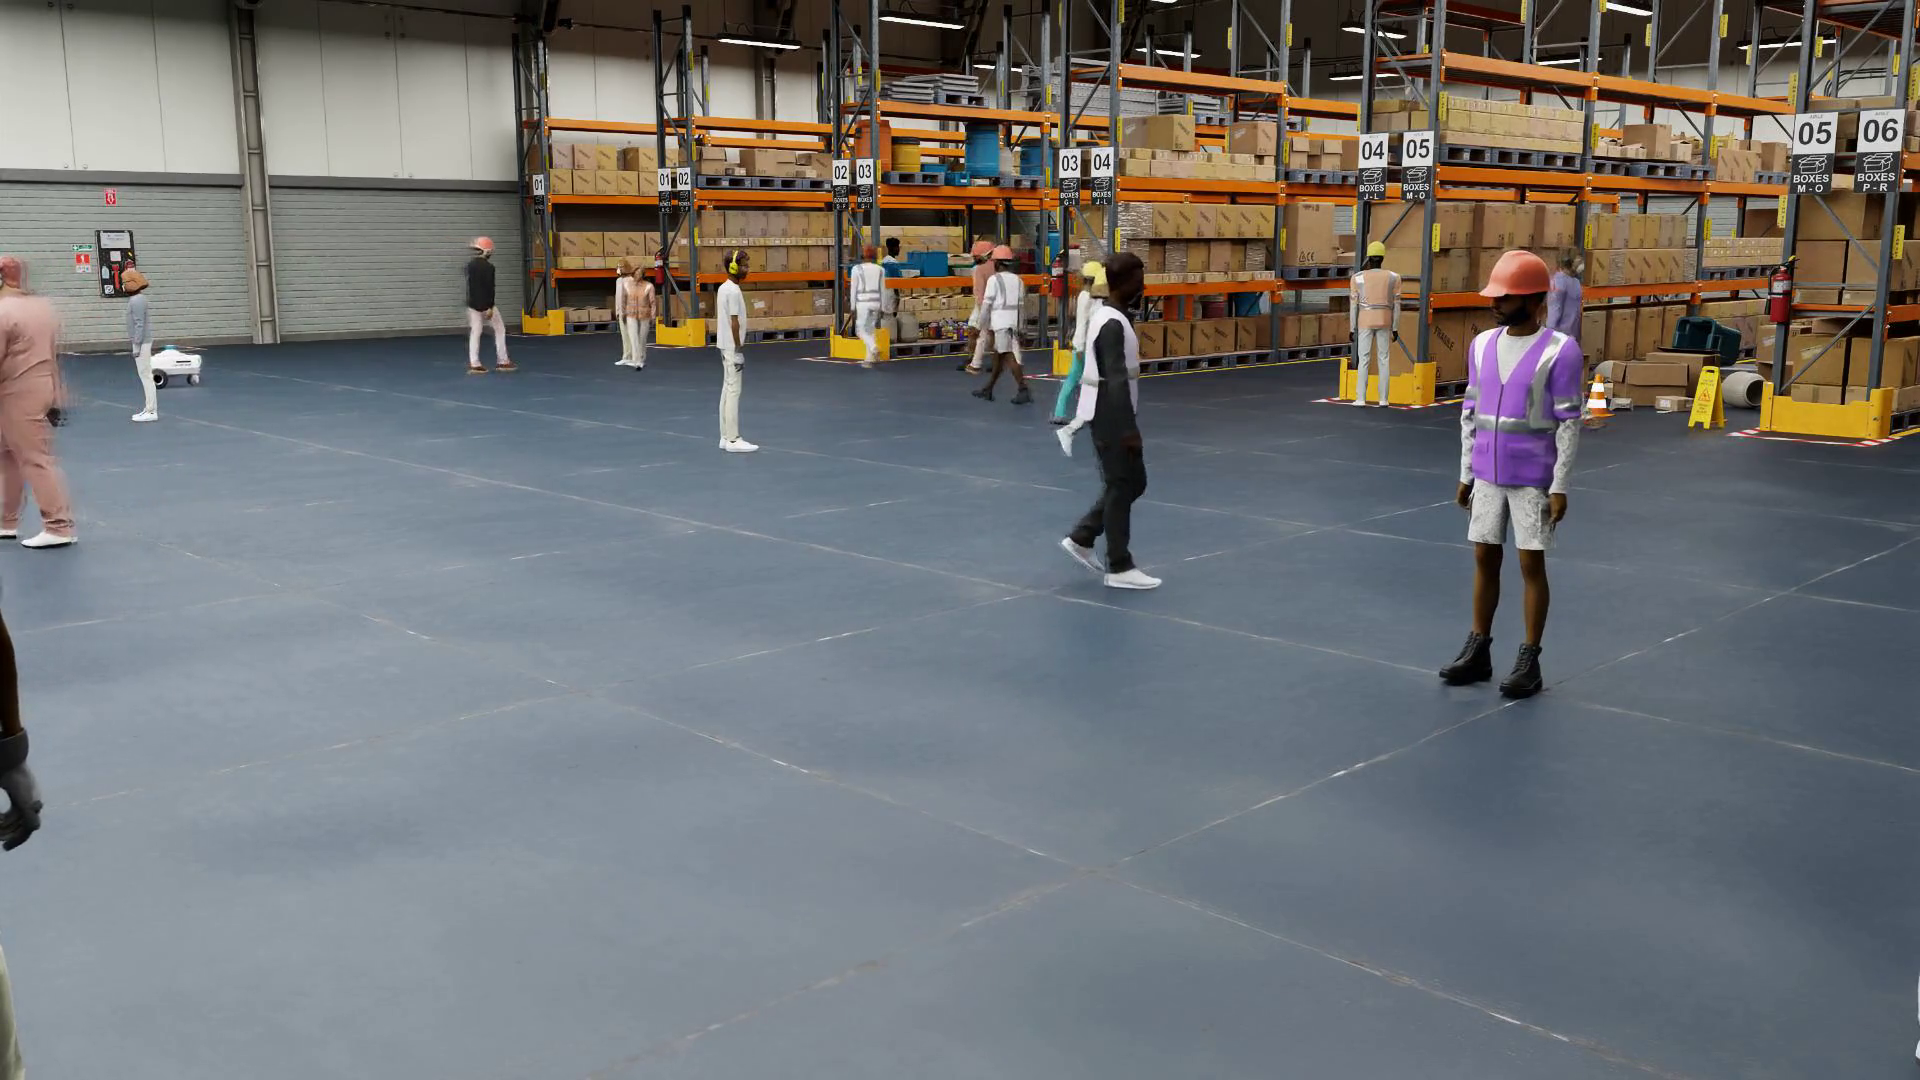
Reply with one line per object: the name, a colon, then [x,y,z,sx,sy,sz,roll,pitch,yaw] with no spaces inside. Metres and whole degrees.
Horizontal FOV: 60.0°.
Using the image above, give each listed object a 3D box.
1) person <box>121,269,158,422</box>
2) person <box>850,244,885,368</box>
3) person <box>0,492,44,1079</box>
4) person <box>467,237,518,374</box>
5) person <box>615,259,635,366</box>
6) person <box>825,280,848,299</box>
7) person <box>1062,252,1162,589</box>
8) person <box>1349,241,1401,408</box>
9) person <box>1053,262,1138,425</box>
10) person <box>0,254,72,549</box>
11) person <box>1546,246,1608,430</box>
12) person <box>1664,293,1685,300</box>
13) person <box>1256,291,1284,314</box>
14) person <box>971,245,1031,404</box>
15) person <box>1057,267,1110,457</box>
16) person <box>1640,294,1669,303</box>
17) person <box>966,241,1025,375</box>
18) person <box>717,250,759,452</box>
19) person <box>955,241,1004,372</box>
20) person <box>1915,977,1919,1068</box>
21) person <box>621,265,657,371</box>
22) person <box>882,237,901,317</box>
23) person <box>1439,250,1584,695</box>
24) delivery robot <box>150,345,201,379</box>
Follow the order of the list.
person: [-8.911,-2.113,18.065,0.289,1.632,0.497,-5,11,-23]
person: [-1.356,-3.519,25.103,0.584,1.870,0.651,-7,12,-33]
person: [-2.135,0.476,3.334,0.513,1.865,0.313,-8,13,-39]
person: [-6.907,-3.444,24.418,0.618,1.963,0.844,7,12,33]
person: [-5.144,-3.506,25.653,0.505,1.632,0.268,10,14,44]
person: [-2.661,-5.323,35.108,0.580,1.813,0.914,10,14,43]
person: [0.897,-0.676,9.483,0.509,1.906,0.619,2,11,10]
person: [4.833,-2.511,19.420,0.588,1.930,0.359,1,10,5]
person: [1.405,-2.044,17.436,0.910,1.712,0.553,1,10,4]
person: [-6.164,-0.875,10.664,0.846,1.878,0.648,-1,10,-6]
person: [6.332,-2.139,17.513,1.000,1.895,0.642,7,12,32]
person: [14.956,-5.328,34.792,0.545,1.929,0.389,-2,11,-9]
person: [5.579,-4.419,29.904,0.514,1.912,0.634,-5,11,-24]
person: [0.517,-2.586,19.992,1.016,1.886,0.557,9,14,40]
person: [1.215,-1.545,14.700,0.641,1.726,0.494,-1,10,-6]
person: [13.406,-4.901,32.147,0.616,2.041,0.377,8,13,36]
person: [0.534,-3.324,23.941,0.672,1.918,1.115,-7,12,-33]
person: [-2.108,-1.772,15.575,0.335,1.865,0.519,-3,11,-18]
person: [0.293,-3.393,24.299,0.882,1.900,0.557,-9,14,-41]
person: [2.479,0.471,3.953,0.309,1.641,0.511,7,13,34]
person: [-4.771,-3.306,24.746,0.520,1.566,0.934,-2,11,-10]
person: [-1.202,-4.344,29.316,0.361,1.964,0.615,-4,11,-21]
person: [2.421,-0.290,7.299,0.376,1.934,0.546,-8,13,-38]
delivery robot: [-10.519,-2.352,22.170,0.707,0.478,0.477,-7,13,-36]
